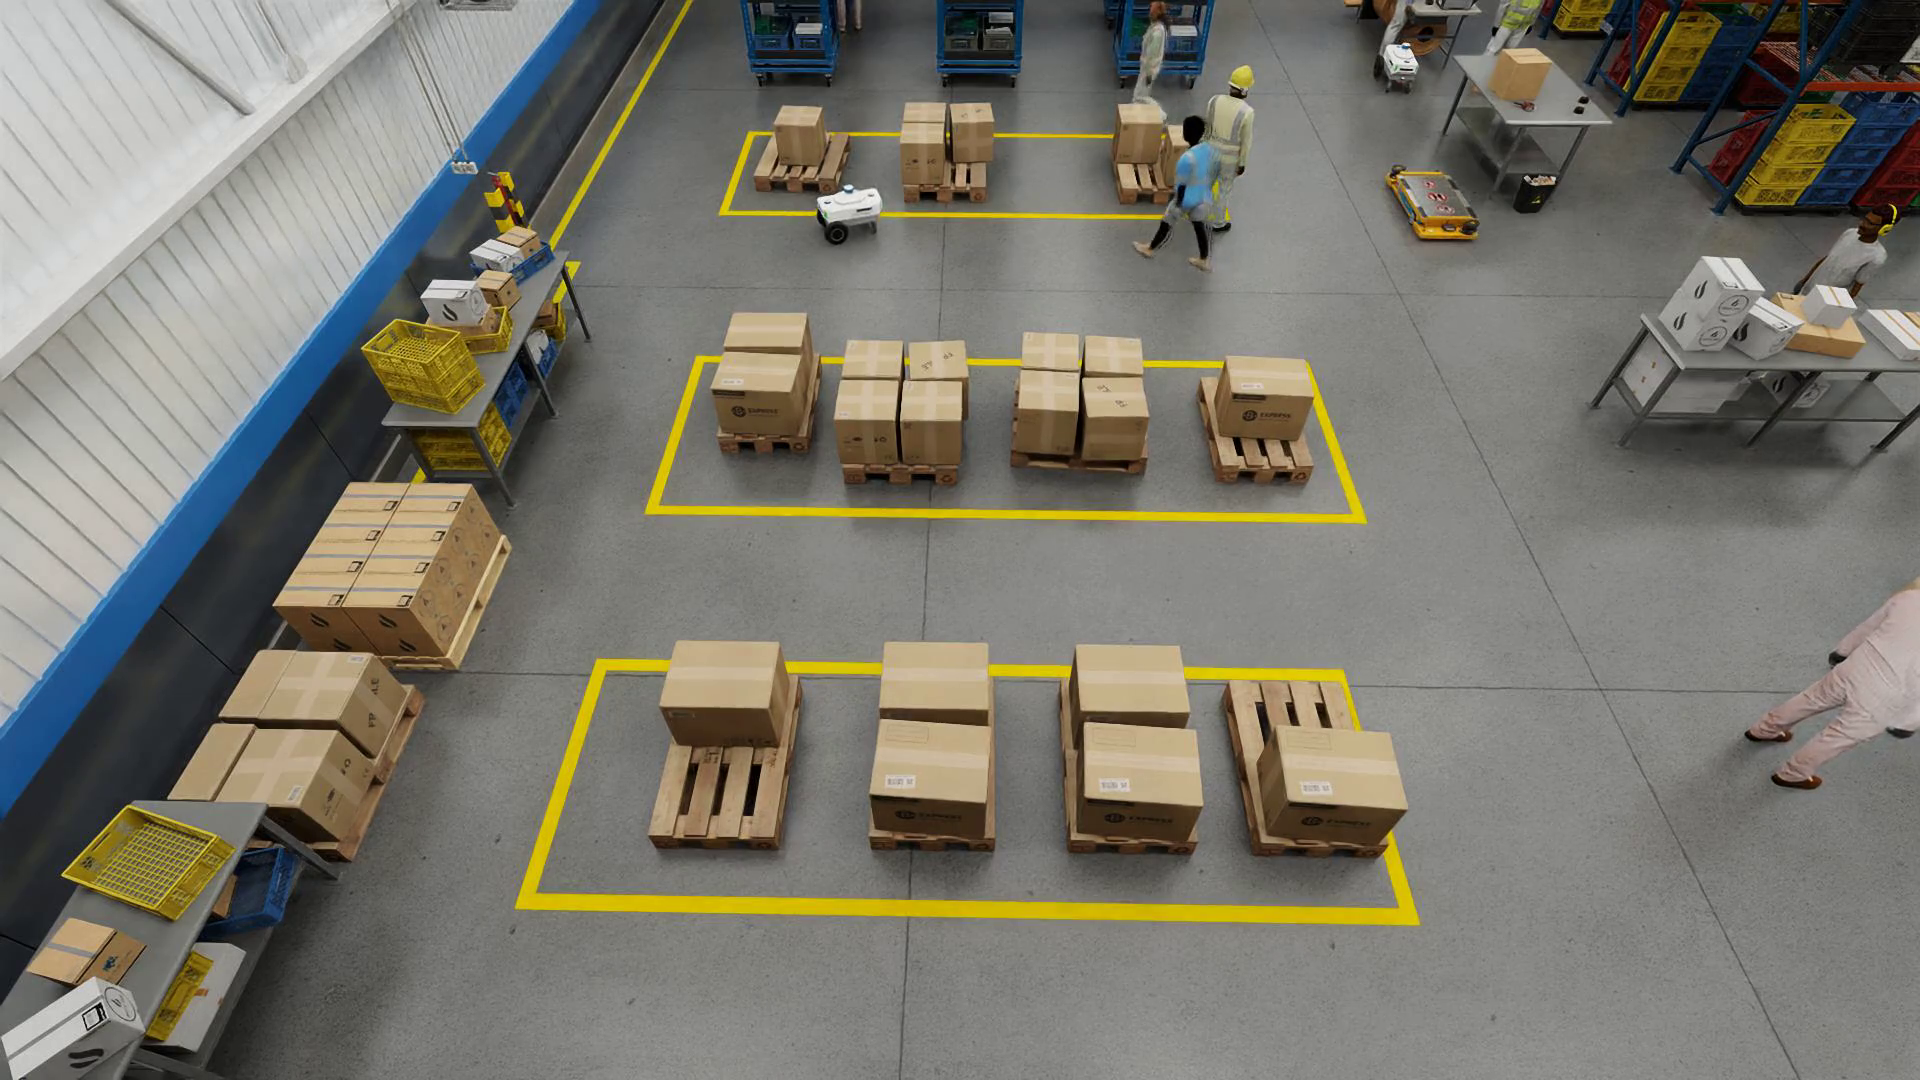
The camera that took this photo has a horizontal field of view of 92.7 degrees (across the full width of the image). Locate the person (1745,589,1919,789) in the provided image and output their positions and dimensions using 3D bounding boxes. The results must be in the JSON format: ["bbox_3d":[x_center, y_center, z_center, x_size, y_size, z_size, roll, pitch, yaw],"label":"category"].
[{"bbox_3d":[5.713,0.891,5.680,0.401,1.900,0.651,2,49,2],"label":"person"}]

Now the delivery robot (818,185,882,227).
[{"bbox_3d":[-1.264,-3.857,10.608,0.707,0.478,0.477,-14,51,-12],"label":"delivery robot"}]

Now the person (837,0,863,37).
[{"bbox_3d":[-1.759,-8.826,14.033,0.624,1.984,0.413,-19,52,-16],"label":"person"}]

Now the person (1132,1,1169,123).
[{"bbox_3d":[2.483,-6.156,11.959,0.548,1.618,0.532,6,49,5],"label":"person"}]

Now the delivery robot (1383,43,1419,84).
[{"bbox_3d":[6.374,-6.919,13.257,0.477,0.478,0.707,4,49,4],"label":"delivery robot"}]

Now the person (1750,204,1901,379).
[{"bbox_3d":[7.787,-2.187,8.362,0.328,1.867,0.513,-2,49,-2],"label":"person"}]

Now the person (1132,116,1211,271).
[{"bbox_3d":[2.395,-3.696,9.807,0.890,1.640,0.563,34,57,26],"label":"person"}]

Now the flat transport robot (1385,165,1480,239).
[{"bbox_3d":[5.692,-4.094,11.059,0.652,0.197,1.431,1,49,1],"label":"flat transport robot"}]

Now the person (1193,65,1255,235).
[{"bbox_3d":[2.968,-4.329,10.236,0.404,1.833,0.588,-36,58,-27],"label":"person"}]

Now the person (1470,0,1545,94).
[{"bbox_3d":[7.687,-7.167,12.696,0.629,1.837,0.431,-7,50,-6],"label":"person"}]

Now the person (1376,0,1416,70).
[{"bbox_3d":[6.490,-7.867,13.239,0.373,1.930,0.626,15,51,12],"label":"person"}]
